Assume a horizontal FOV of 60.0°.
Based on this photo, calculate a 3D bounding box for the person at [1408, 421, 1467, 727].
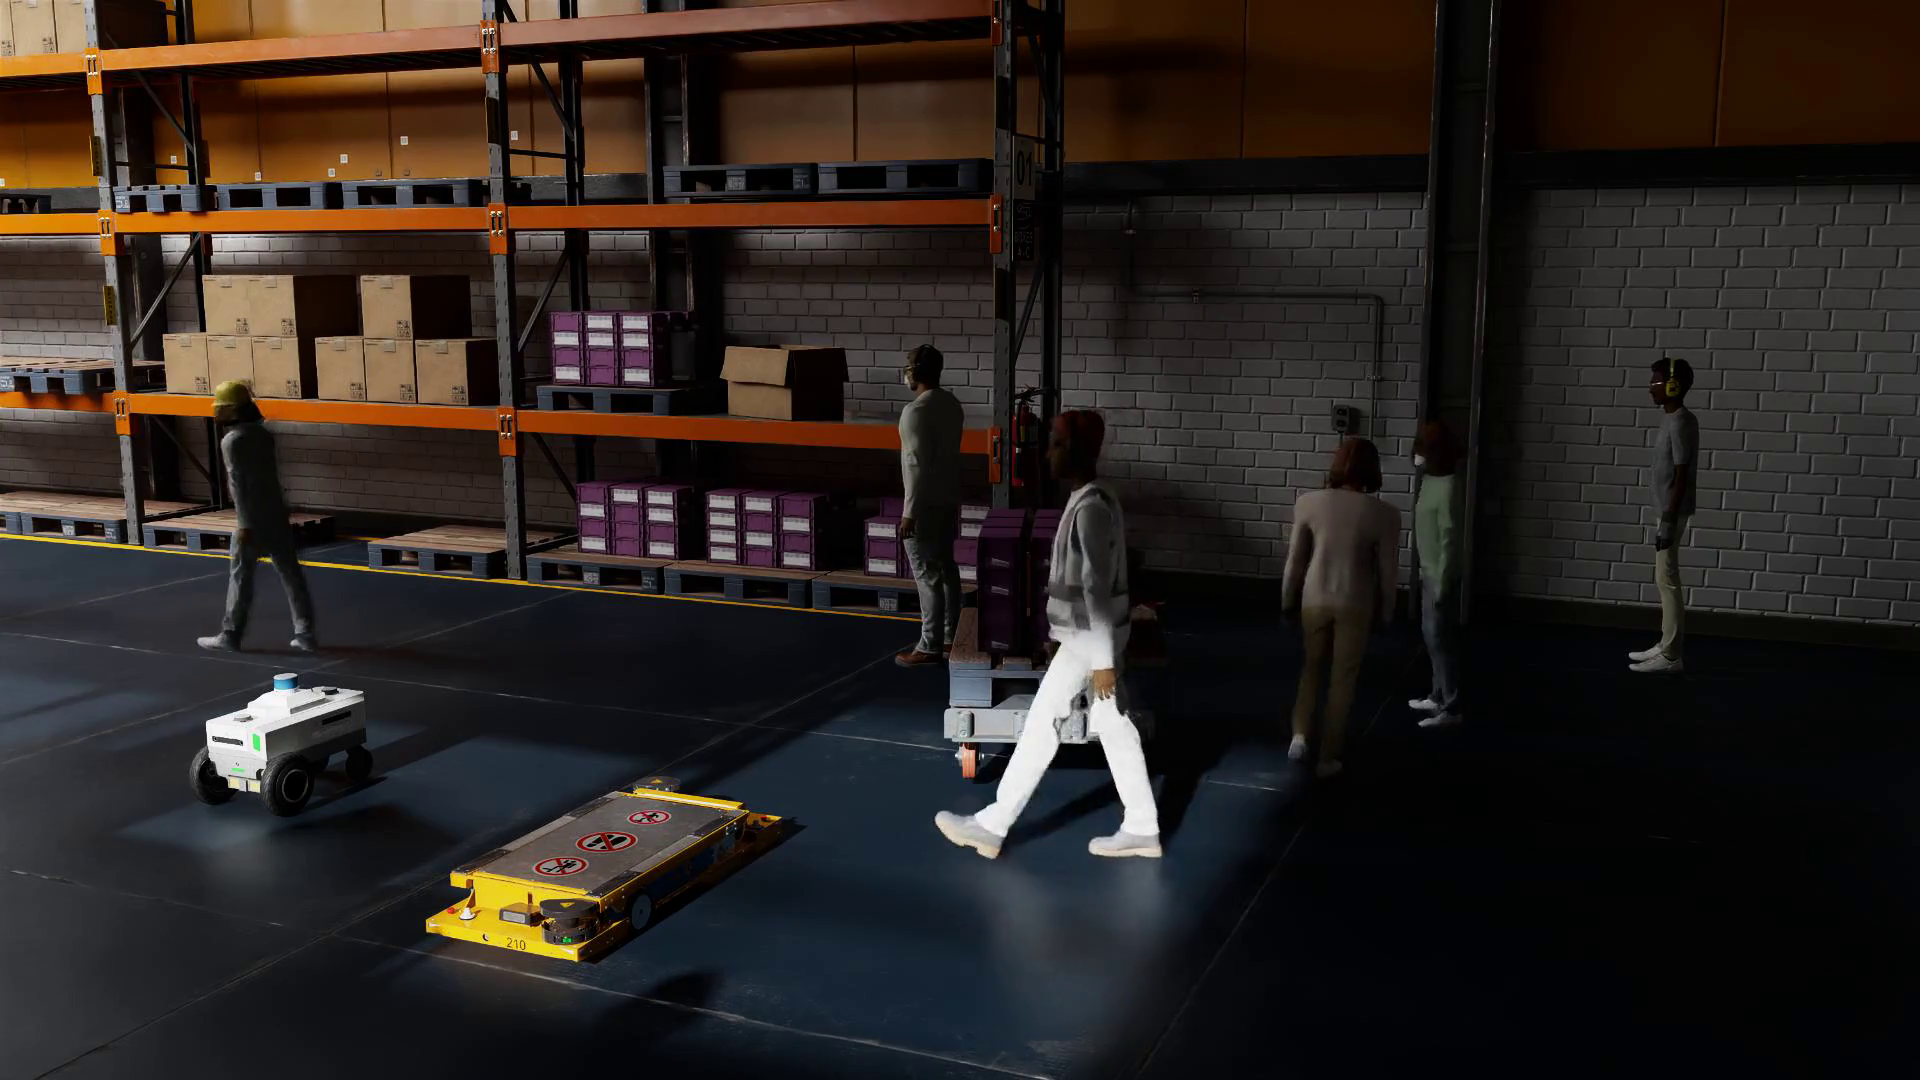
[{"bbox_3d":[2.485,0.178,8.712,0.337,1.604,0.637,1,10,5],"label":"person"}]

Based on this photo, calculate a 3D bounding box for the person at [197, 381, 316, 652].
[{"bbox_3d":[-4.389,-0.134,10.326,0.741,1.690,0.510,2,10,12],"label":"person"}]

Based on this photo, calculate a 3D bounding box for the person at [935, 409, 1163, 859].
[{"bbox_3d":[0.392,0.397,6.708,0.972,1.836,0.590,1,10,9],"label":"person"}]

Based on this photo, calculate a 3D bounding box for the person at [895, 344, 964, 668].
[{"bbox_3d":[-0.185,-0.201,9.981,0.355,1.938,0.636,4,10,23],"label":"person"}]

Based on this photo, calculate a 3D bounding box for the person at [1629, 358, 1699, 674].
[{"bbox_3d":[4.178,-0.140,9.837,0.311,1.865,0.534,4,10,23],"label":"person"}]

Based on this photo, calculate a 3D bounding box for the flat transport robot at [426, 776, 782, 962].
[{"bbox_3d":[-1.319,1.227,6.414,0.652,0.197,1.431,4,10,23],"label":"flat transport robot"}]

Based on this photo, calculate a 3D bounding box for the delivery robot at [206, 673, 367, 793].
[{"bbox_3d":[-3.044,0.849,7.548,0.477,0.478,0.707,4,10,23],"label":"delivery robot"}]

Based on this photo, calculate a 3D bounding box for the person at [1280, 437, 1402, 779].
[{"bbox_3d":[1.784,0.323,7.803,0.533,1.608,0.361,5,11,26],"label":"person"}]
